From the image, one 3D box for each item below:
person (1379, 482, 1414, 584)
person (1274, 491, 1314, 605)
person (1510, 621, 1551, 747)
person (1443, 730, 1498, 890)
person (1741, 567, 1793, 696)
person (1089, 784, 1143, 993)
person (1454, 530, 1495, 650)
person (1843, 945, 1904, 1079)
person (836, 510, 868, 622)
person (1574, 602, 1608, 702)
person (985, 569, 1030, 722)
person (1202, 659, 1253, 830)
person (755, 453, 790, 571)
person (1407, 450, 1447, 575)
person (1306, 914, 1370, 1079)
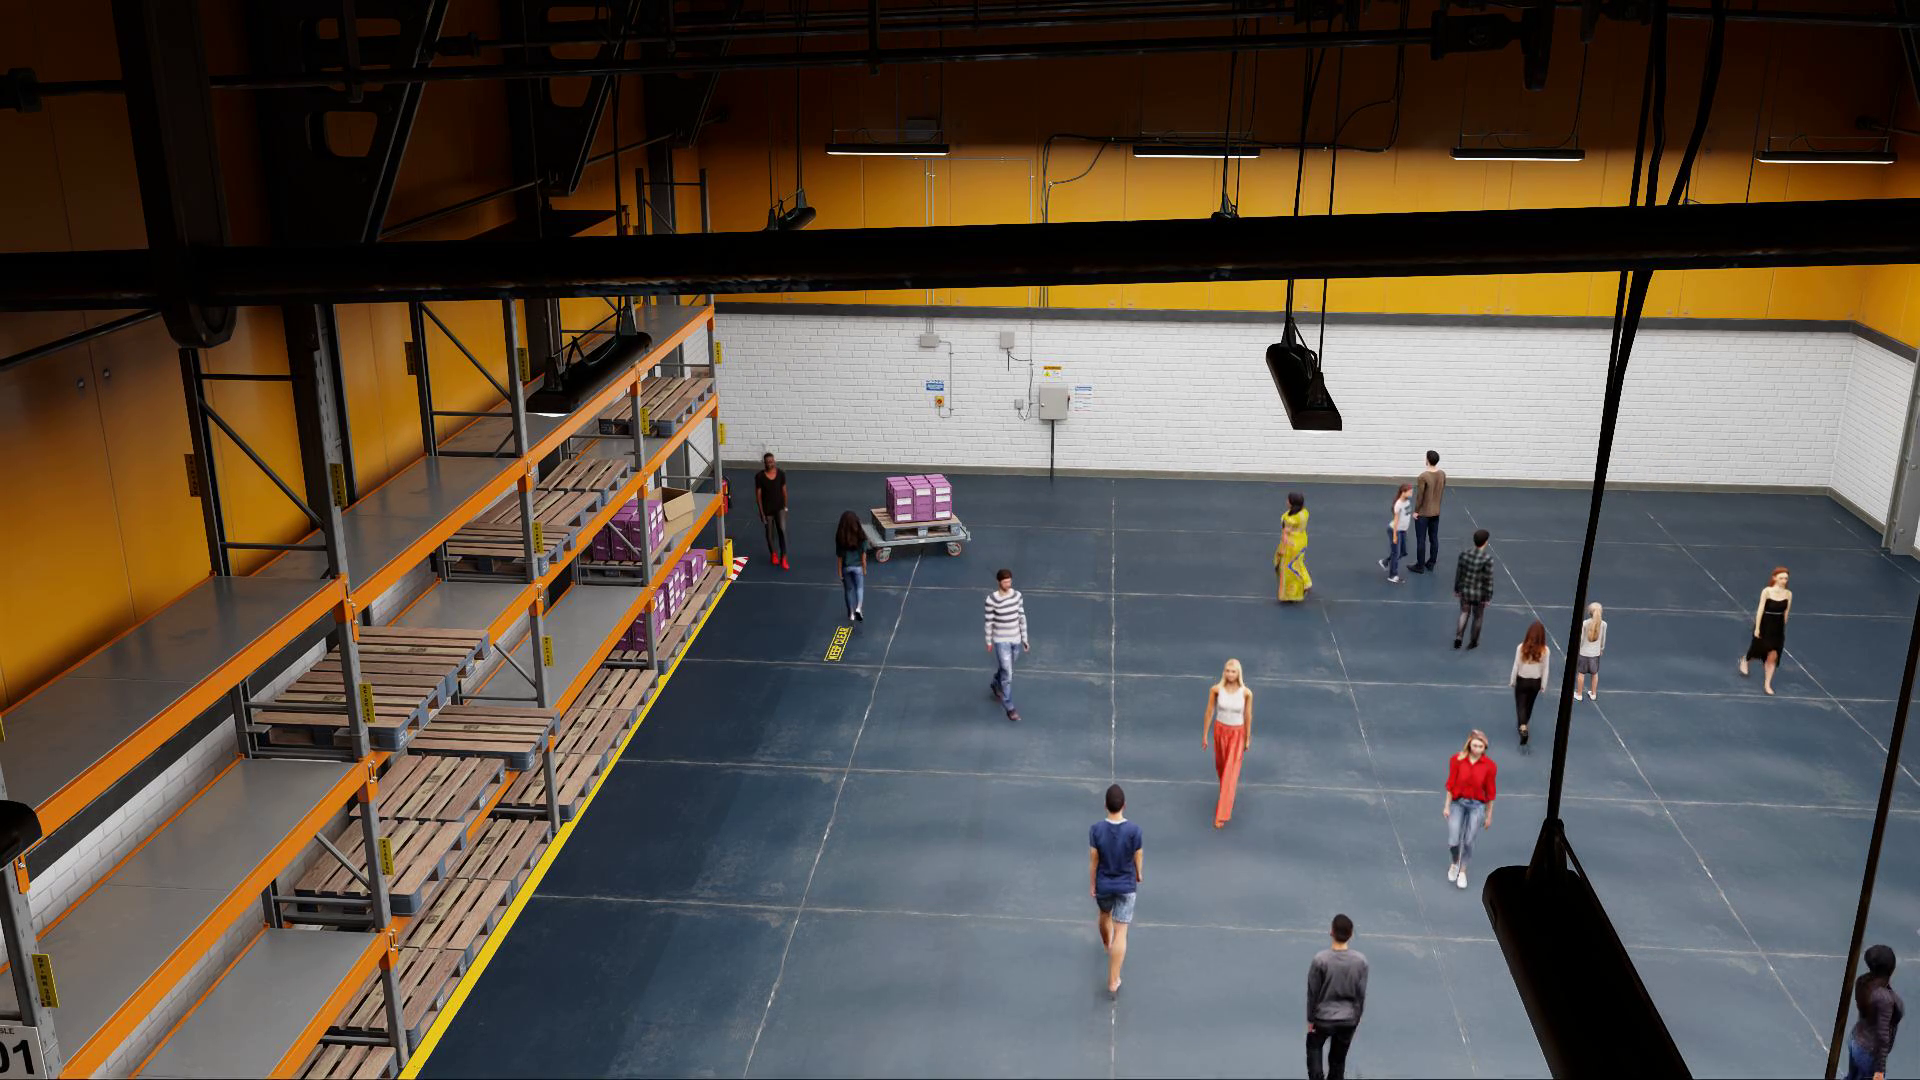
[{"bbox_3d":[6.420,-0.132,24.576,0.804,1.544,0.753,16,25,40],"label":"person"},{"bbox_3d":[4.830,0.118,23.672,0.990,1.647,0.934,13,22,33],"label":"person"},{"bbox_3d":[6.607,1.680,19.317,0.615,1.466,0.933,4,19,12],"label":"person"},{"bbox_3d":[4.965,2.591,16.255,0.682,1.693,0.648,6,20,17],"label":"person"},{"bbox_3d":[10.119,1.086,20.863,0.565,1.604,0.954,2,19,6],"label":"person"},{"bbox_3d":[1.371,3.086,14.618,0.726,1.800,1.199,4,19,12],"label":"person"},{"bbox_3d":[6.799,0.694,22.091,0.854,1.704,0.875,14,23,36],"label":"person"},{"bbox_3d":[6.778,3.856,12.425,0.828,1.740,0.592,11,21,28],"label":"person"},{"bbox_3d":[-1.475,0.396,22.908,0.731,1.608,0.920,-4,19,-10],"label":"person"},{"bbox_3d":[7.787,1.365,20.549,0.530,1.276,0.548,-1,19,-3],"label":"person"},{"bbox_3d":[0.529,1.201,20.196,1.075,1.812,1.260,-10,21,-27],"label":"person"},{"bbox_3d":[2.863,2.083,17.663,0.846,1.757,1.307,6,20,18],"label":"person"},{"bbox_3d":[-2.866,-0.486,25.254,0.836,1.781,0.997,-6,19,-16],"label":"person"},{"bbox_3d":[7.022,-0.433,24.931,0.744,1.887,0.760,-9,21,-26],"label":"person"},{"bbox_3d":[2.897,3.720,12.808,0.605,1.753,0.622,1,19,4],"label":"person"}]
